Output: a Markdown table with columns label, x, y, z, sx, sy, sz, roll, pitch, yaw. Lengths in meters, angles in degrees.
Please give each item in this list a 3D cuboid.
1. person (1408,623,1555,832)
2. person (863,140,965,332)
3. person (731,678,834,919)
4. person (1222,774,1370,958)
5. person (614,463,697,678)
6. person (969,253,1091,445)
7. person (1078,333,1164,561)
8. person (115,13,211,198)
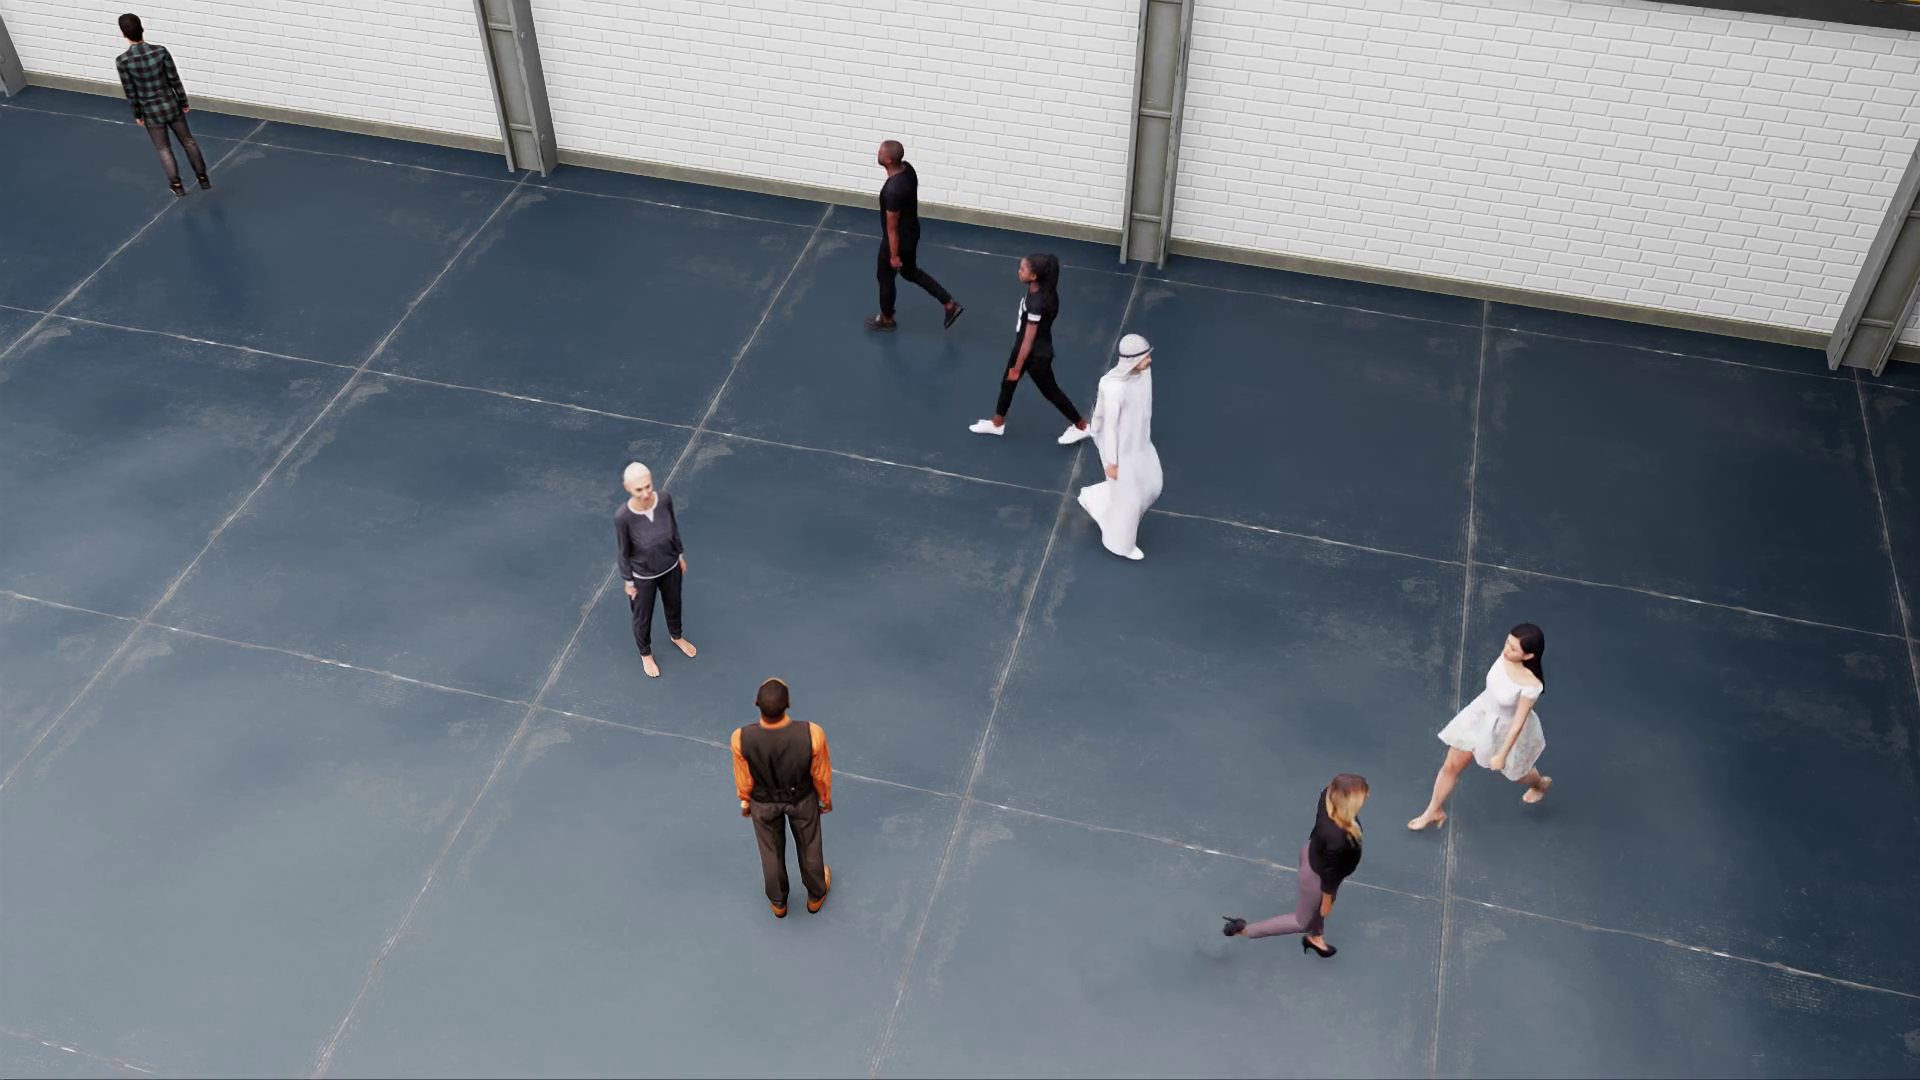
| label | x | y | z | sx | sy | sz | roll | pitch | yaw |
| --- | --- | --- | --- | --- | --- | --- | --- | --- | --- |
| person | 3.278 | 1.146 | 9.867 | 1.252 | 1.731 | 0.983 | -10 | 44 | -10 |
| person | -0.396 | -2.418 | 13.562 | 1.085 | 1.795 | 0.668 | 11 | 45 | 12 |
| person | -0.991 | 1.469 | 9.400 | 0.682 | 1.908 | 0.838 | -4 | 44 | -4 |
| person | 1.897 | 1.854 | 9.186 | 0.964 | 1.645 | 0.726 | 3 | 44 | 3 |
| person | -2.015 | 0.157 | 10.909 | 0.691 | 1.726 | 0.716 | -29 | 51 | -27 |
| person | 0.650 | -1.384 | 12.555 | 1.255 | 1.687 | 0.873 | -2 | 44 | -2 |
| person | 1.090 | -0.692 | 11.667 | 0.964 | 1.909 | 0.850 | 25 | 49 | 24 |
| person | -7.181 | -3.906 | 14.932 | 0.727 | 1.710 | 0.733 | -27 | 50 | -26 |
